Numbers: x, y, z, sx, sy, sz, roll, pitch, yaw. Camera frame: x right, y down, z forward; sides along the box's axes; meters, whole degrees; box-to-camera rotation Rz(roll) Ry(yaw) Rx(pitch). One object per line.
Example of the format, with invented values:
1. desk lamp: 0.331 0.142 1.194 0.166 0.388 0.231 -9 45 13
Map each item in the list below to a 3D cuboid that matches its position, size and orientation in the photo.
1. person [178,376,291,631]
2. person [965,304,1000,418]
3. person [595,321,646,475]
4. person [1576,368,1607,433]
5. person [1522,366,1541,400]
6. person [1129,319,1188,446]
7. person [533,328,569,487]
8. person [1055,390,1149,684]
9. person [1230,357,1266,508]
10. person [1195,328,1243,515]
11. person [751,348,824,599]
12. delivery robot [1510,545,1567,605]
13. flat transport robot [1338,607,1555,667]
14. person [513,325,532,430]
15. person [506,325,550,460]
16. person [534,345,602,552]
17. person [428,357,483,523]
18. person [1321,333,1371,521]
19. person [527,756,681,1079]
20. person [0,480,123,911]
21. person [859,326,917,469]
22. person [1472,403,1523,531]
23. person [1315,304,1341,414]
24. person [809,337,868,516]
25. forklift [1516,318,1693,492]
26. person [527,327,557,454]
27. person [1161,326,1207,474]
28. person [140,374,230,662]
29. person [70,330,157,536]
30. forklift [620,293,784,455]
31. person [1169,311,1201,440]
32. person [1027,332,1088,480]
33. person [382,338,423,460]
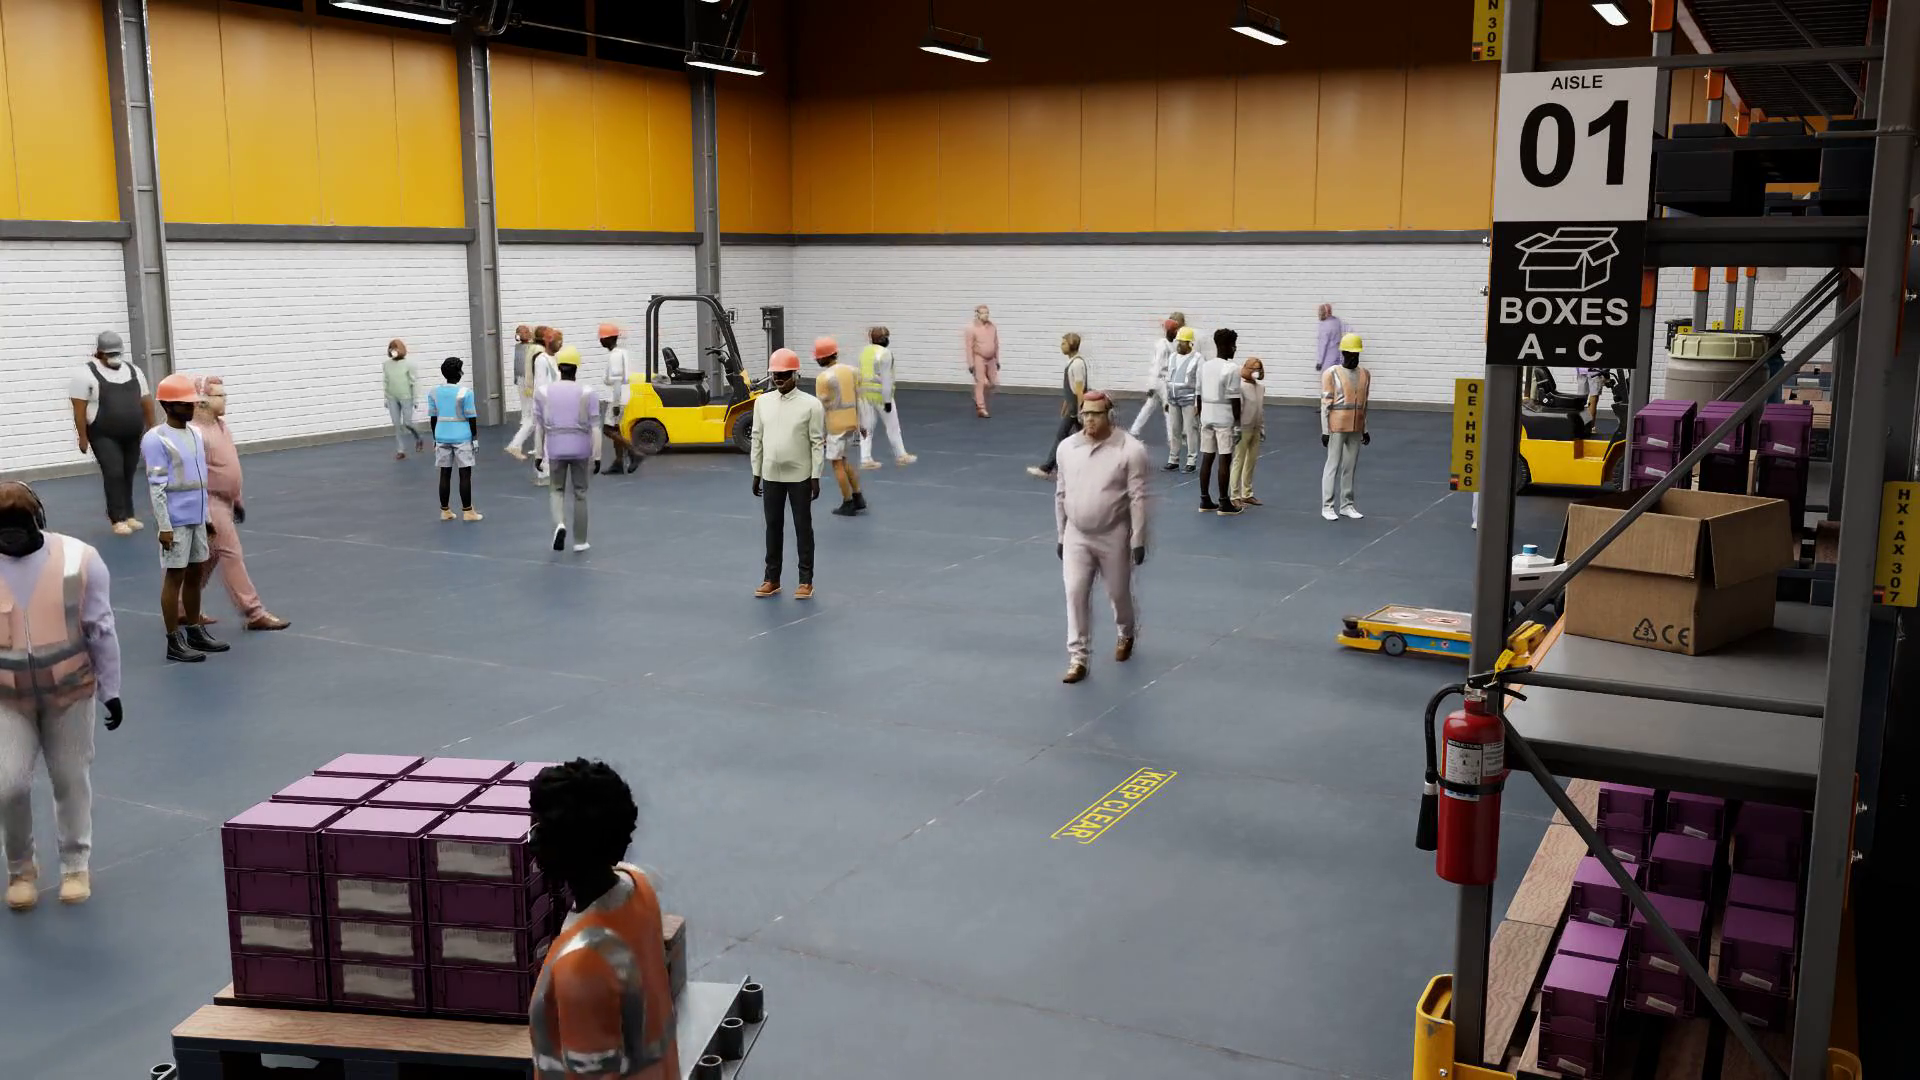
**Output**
1. person: -5.398 -0.260 12.117 0.906 1.863 0.666 -1 10 -4
2. person: 0.385 -2.987 27.778 0.676 1.894 0.440 -7 12 -37
3. person: -4.216 -1.737 20.503 0.501 1.916 0.580 -1 10 -7
4. person: 9.269 -2.464 24.345 0.394 2.038 0.611 -3 10 -18
5. person: 7.261 -1.834 21.338 0.404 1.823 0.591 -1 10 -4
6. person: 2.812 -2.254 23.803 0.921 1.832 0.602 3 10 15
7. person: -4.781 -1.556 19.564 0.517 1.865 0.597 0 10 -3
8. person: 0.929 -0.056 10.881 0.649 1.873 0.897 4 11 22
9. person: 3.135 -1.165 18.002 0.502 1.631 0.285 -9 13 -42
10. person: 2.738 -1.246 17.519 0.367 1.958 0.609 -7 12 -35
11. person: -1.380 -0.524 13.242 0.612 1.995 0.379 3 10 15
12. delivery robot: 4.266 0.280 12.479 0.707 0.478 0.477 -3 10 -19
13. flat transport robot: 3.395 0.653 11.413 1.431 0.197 0.652 6 12 32
14. person: -6.735 -2.507 25.763 0.498 1.634 0.283 8 13 38
15. person: -5.589 -1.938 22.009 0.821 1.818 0.628 -4 11 -23
16. person: -3.571 -0.813 15.155 0.618 1.911 0.516 -1 10 -6
17. person: -5.147 -1.018 16.962 0.542 1.695 0.316 3 10 16
18. person: 3.989 -1.163 17.135 0.594 1.924 0.382 -5 11 -25
19. person: -0.745 1.287 3.639 0.416 1.685 0.550 0 10 0
20. person: -3.850 0.648 6.939 0.646 1.823 0.458 -5 11 -28
21. person: -0.930 -1.813 21.221 0.848 1.811 0.654 -8 13 -39
22. person: 5.278 -0.956 16.424 0.522 1.761 0.327 5 11 25
23. person: 6.348 -3.125 28.669 0.396 1.875 0.743 7 12 35
24. person: -1.274 -1.170 17.326 0.378 1.881 0.639 7 12 34
25. forklift: 7.066 -1.601 18.899 2.313 2.155 1.214 5 11 27
26. person: -5.678 -2.027 22.626 0.524 1.761 0.327 4 11 22
27. person: 2.783 -1.746 20.775 0.590 1.836 0.404 10 14 44
28. person: -5.240 -0.153 11.259 0.355 1.939 0.544 1 10 8
29. person: -8.191 -1.061 16.219 0.706 2.000 0.718 6 11 31
30. forklift: -3.588 -2.317 23.042 2.313 2.155 1.214 -1 10 -5
31. person: 3.340 -2.391 24.318 0.717 1.899 0.555 -9 13 -43
32. person: 1.328 -1.606 20.100 0.984 1.789 0.528 0 10 3
33. person: -7.456 -1.891 22.260 0.499 1.622 0.453 2 10 12
